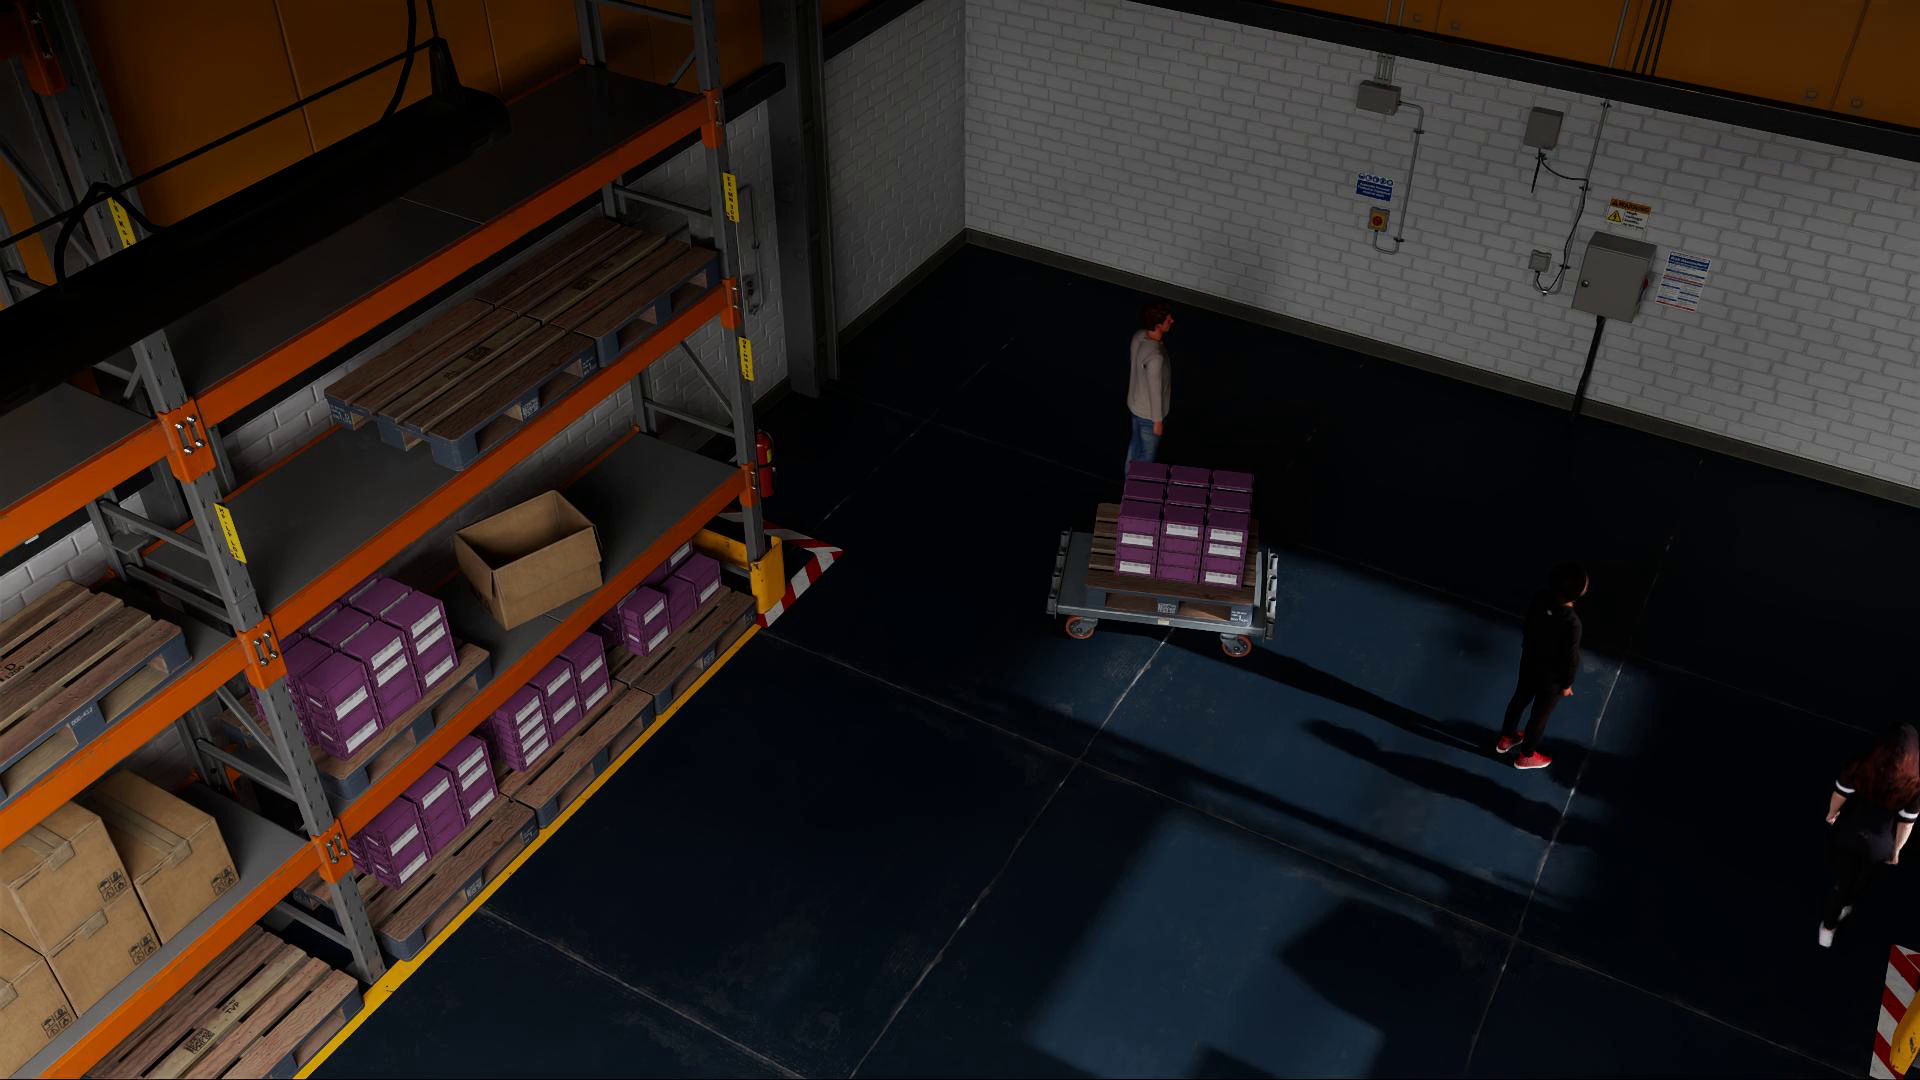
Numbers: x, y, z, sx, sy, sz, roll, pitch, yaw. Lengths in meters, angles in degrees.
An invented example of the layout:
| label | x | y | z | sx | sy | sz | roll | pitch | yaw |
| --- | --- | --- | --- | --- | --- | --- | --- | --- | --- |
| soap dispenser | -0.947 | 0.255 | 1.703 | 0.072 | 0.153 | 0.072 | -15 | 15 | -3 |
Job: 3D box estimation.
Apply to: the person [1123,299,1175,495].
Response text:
| label | x | y | z | sx | sy | sz | roll | pitch | yaw |
| --- | --- | --- | --- | --- | --- | --- | --- | --- | --- |
| person | 1.475 | -1.046 | 13.044 | 0.814 | 1.904 | 0.737 | -7 | 39 | -8 |

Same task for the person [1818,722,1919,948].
| label | x | y | z | sx | sy | sz | roll | pitch | yaw |
| --- | --- | --- | --- | --- | --- | --- | --- | --- | --- |
| person | 5.259 | 1.779 | 9.738 | 0.635 | 1.615 | 0.700 | 25 | 45 | 27 |

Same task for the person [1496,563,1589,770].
| label | x | y | z | sx | sy | sz | roll | pitch | yaw |
| --- | --- | --- | --- | --- | --- | --- | --- | --- | --- |
| person | 3.829 | 0.823 | 10.888 | 0.708 | 1.675 | 0.686 | -17 | 42 | -21 |
